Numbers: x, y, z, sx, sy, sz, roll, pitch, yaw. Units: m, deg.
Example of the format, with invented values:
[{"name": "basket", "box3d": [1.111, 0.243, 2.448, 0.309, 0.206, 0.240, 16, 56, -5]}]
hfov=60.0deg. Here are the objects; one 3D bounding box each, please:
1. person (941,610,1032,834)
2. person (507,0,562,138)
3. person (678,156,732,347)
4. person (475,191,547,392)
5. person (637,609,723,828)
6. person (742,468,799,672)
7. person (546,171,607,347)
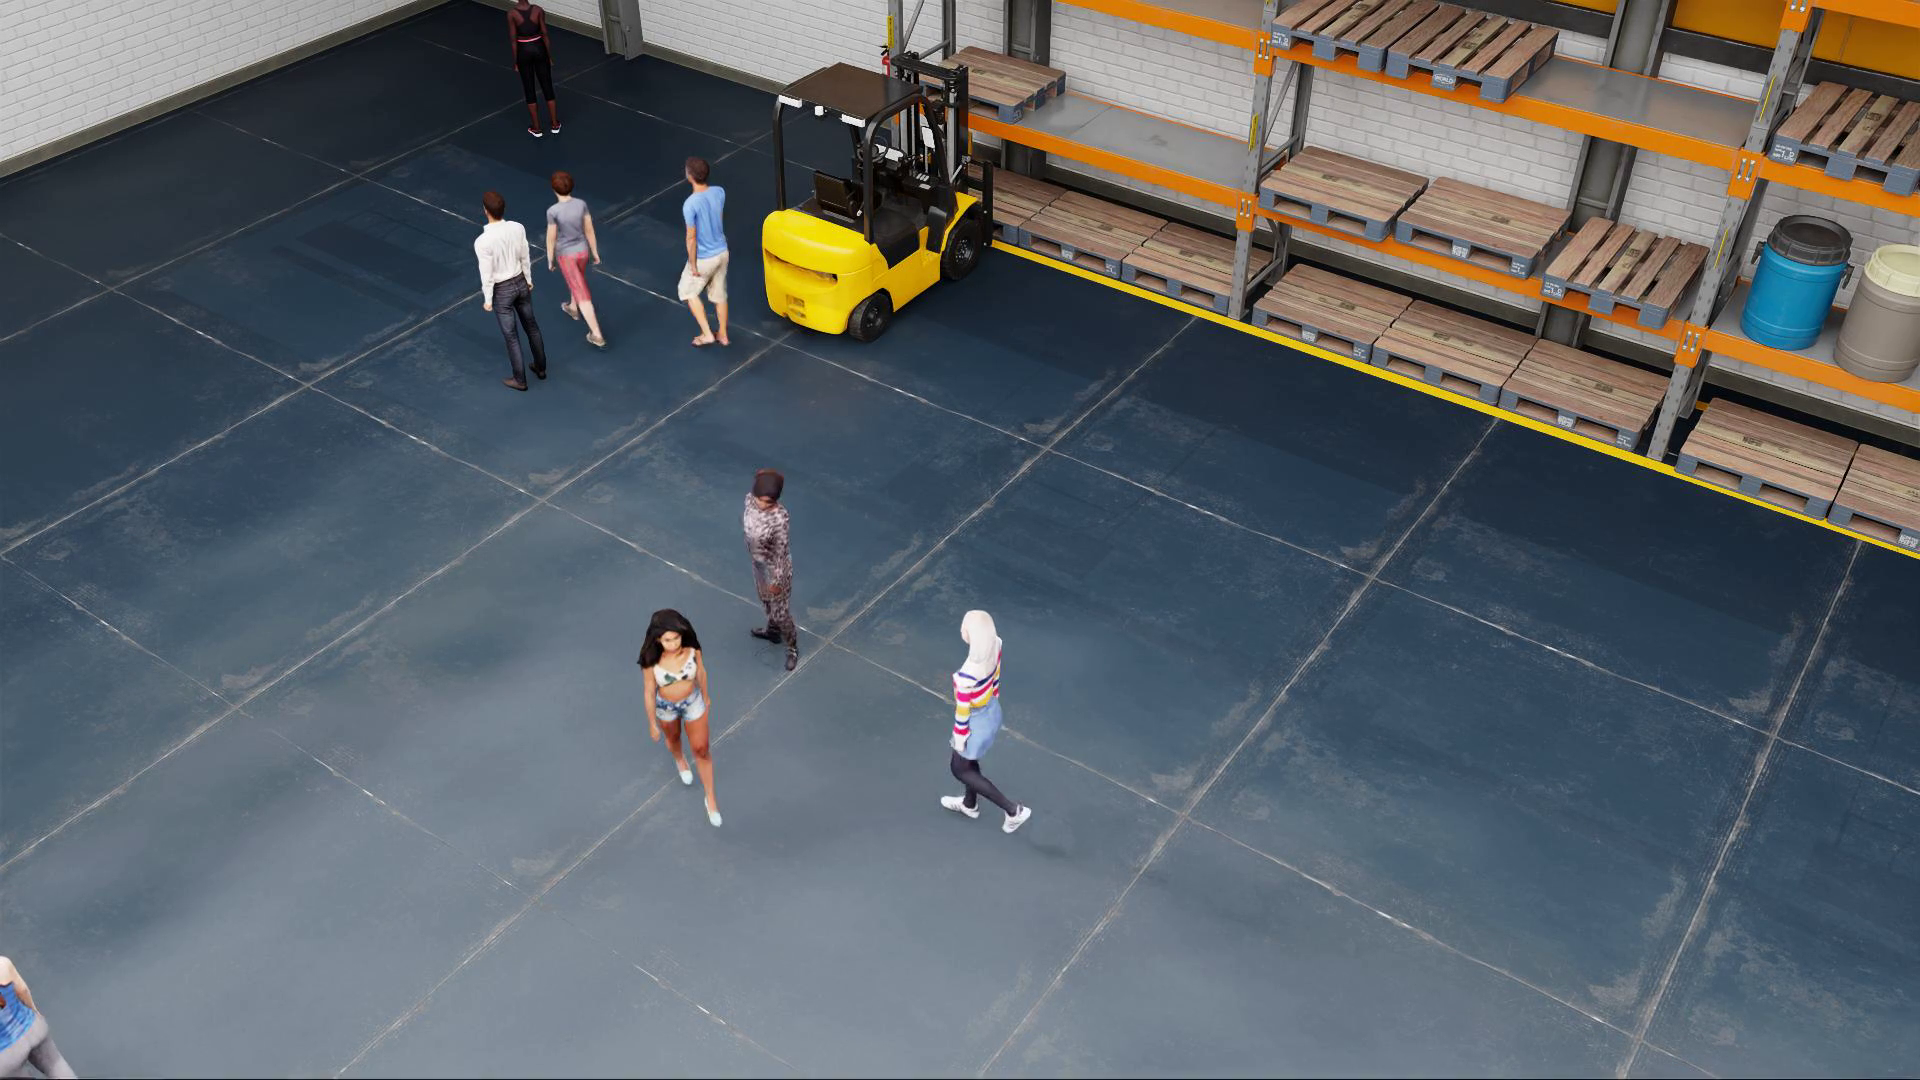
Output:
[{"name": "person", "box3d": [0.180, 1.158, 10.378, 0.928, 1.793, 0.714, 18, 42, 22]}, {"name": "person", "box3d": [-4.787, -5.399, 18.616, 0.679, 1.758, 0.692, -16, 41, -19]}, {"name": "person", "box3d": [-2.207, -2.542, 14.963, 0.688, 1.852, 0.695, 30, 48, 32]}, {"name": "person", "box3d": [-3.914, -2.172, 14.484, 0.547, 1.871, 0.665, 27, 46, 30]}, {"name": "person", "box3d": [-1.823, 1.031, 10.692, 0.902, 1.598, 1.036, -13, 41, -16]}, {"name": "person", "box3d": [-1.355, 0.137, 11.730, 0.826, 1.700, 0.596, -17, 41, -20]}, {"name": "person", "box3d": [-3.483, -2.523, 15.136, 0.822, 1.606, 1.186, -26, 45, -28]}]
